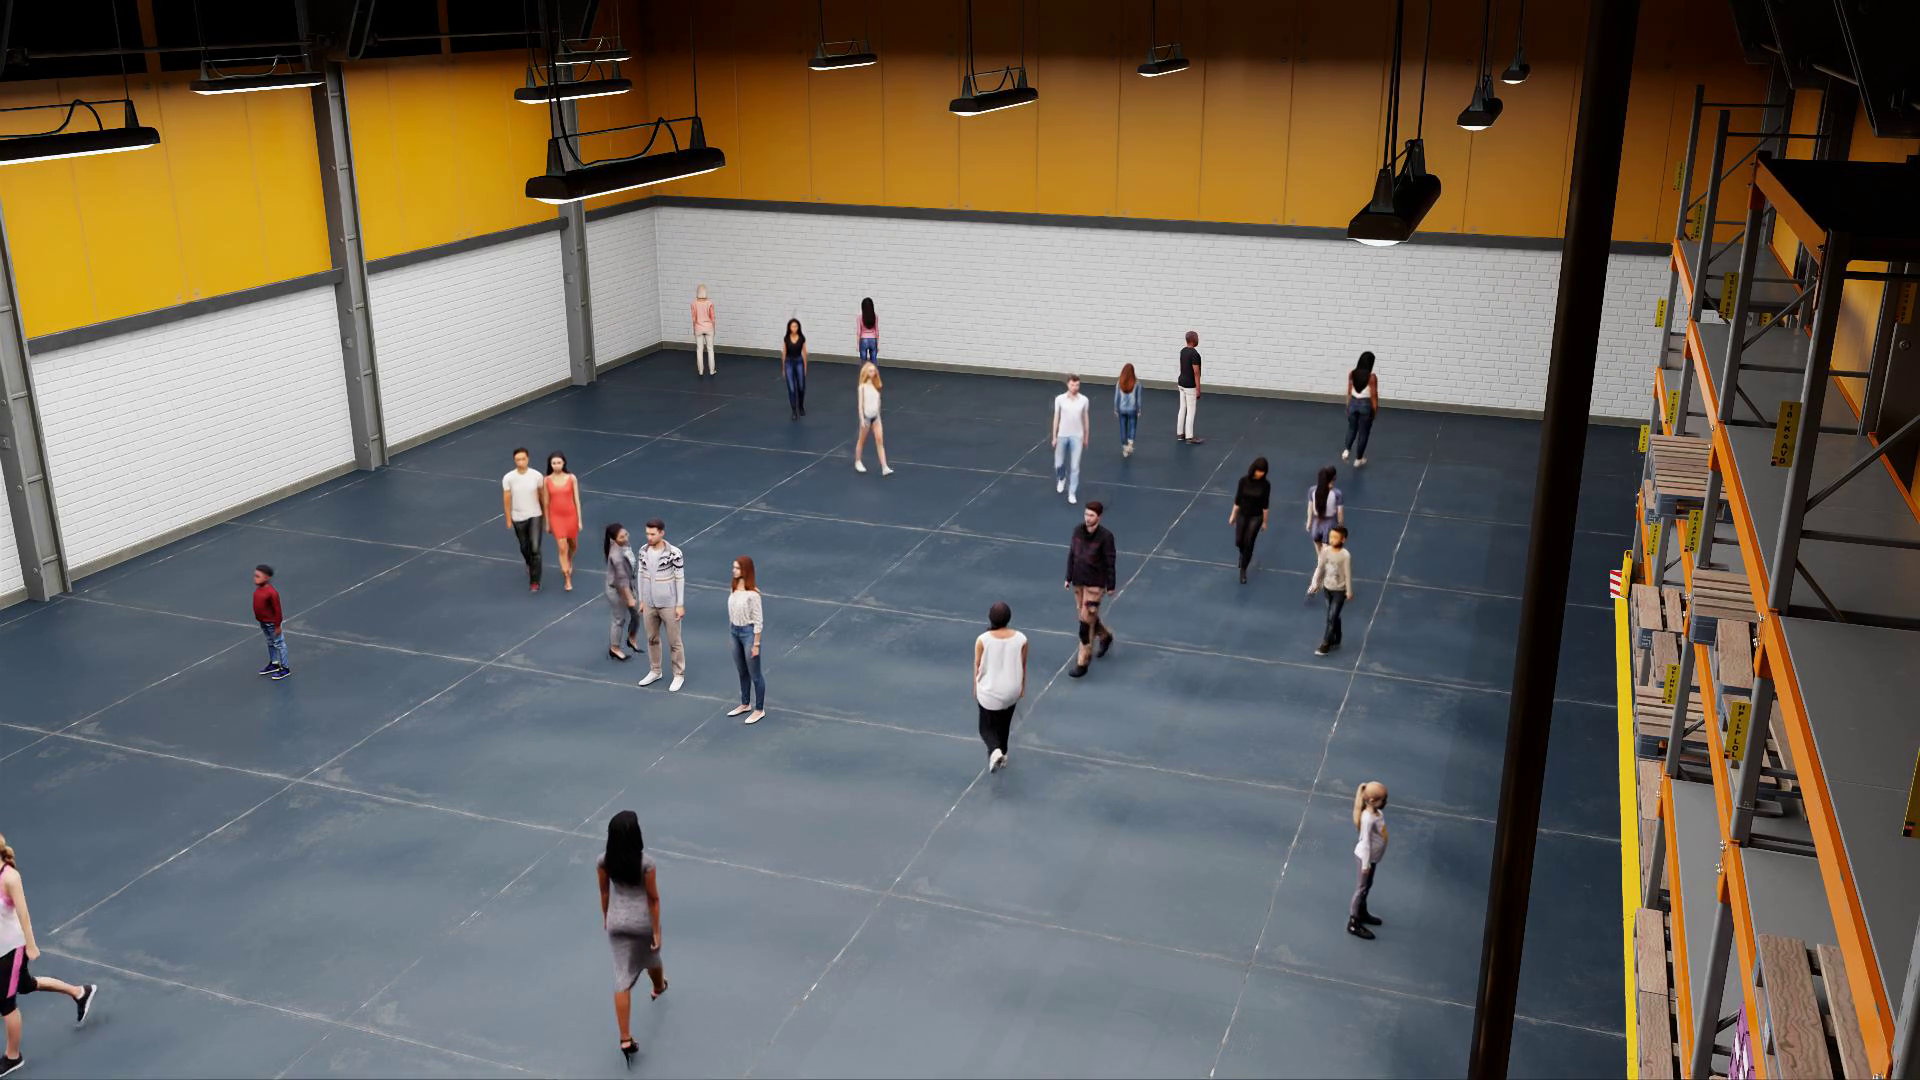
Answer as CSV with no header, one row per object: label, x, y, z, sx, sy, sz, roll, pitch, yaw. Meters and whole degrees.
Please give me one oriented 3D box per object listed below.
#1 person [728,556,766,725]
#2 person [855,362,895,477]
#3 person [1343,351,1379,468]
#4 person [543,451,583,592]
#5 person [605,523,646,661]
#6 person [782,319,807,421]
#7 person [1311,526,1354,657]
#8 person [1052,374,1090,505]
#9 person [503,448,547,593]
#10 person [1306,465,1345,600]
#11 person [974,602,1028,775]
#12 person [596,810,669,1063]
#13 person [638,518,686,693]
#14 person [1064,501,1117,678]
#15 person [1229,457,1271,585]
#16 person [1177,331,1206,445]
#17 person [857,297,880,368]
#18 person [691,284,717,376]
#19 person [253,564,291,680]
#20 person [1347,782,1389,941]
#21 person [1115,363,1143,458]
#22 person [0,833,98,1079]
person,-2.135,0.974,16.644,0.641,1.729,0.645,-17,25,-41
person,-1.418,-1.807,24.922,1.138,1.716,1.086,-13,22,-33
person,6.048,-1.969,25.271,0.790,1.801,0.832,17,25,40
person,-4.854,-0.265,20.378,0.979,1.694,1.113,-5,19,-15
person,-3.693,0.565,18.002,0.835,1.638,0.674,-4,19,-11
person,-2.819,-2.918,28.201,0.685,1.728,0.724,-2,19,-5
person,4.203,0.533,18.398,0.931,1.445,0.816,-15,23,-37
person,1.566,-1.467,23.718,0.837,1.841,0.958,0,19,1
person,-5.289,-0.294,20.357,1.065,1.762,1.286,-4,19,-12
person,4.336,-0.070,19.920,0.835,1.617,1.101,15,24,38
person,0.356,1.396,15.484,0.902,1.670,1.001,-4,19,-13
person,-2.274,2.736,11.409,0.807,1.730,1.186,2,19,5
person,-3.124,0.642,17.424,0.688,1.860,0.536,7,20,20
person,1.438,0.476,17.867,0.965,1.892,1.283,15,24,37
person,3.594,-0.290,20.581,0.666,1.611,0.816,7,20,19
person,3.685,-2.470,26.751,0.813,1.805,0.751,-8,20,-23
person,-1.657,-3.524,29.977,0.646,1.743,0.675,-5,19,-13
person,-4.827,-3.977,31.353,0.675,1.725,0.664,-2,19,-5
person,-7.357,0.851,17.752,0.563,1.255,0.568,15,24,37
person,3.169,2.461,12.936,0.560,1.277,0.443,8,20,24
person,2.608,-2.005,25.899,0.645,1.467,0.678,3,19,9
person,-6.388,2.736,11.358,0.775,1.764,1.143,11,22,30
